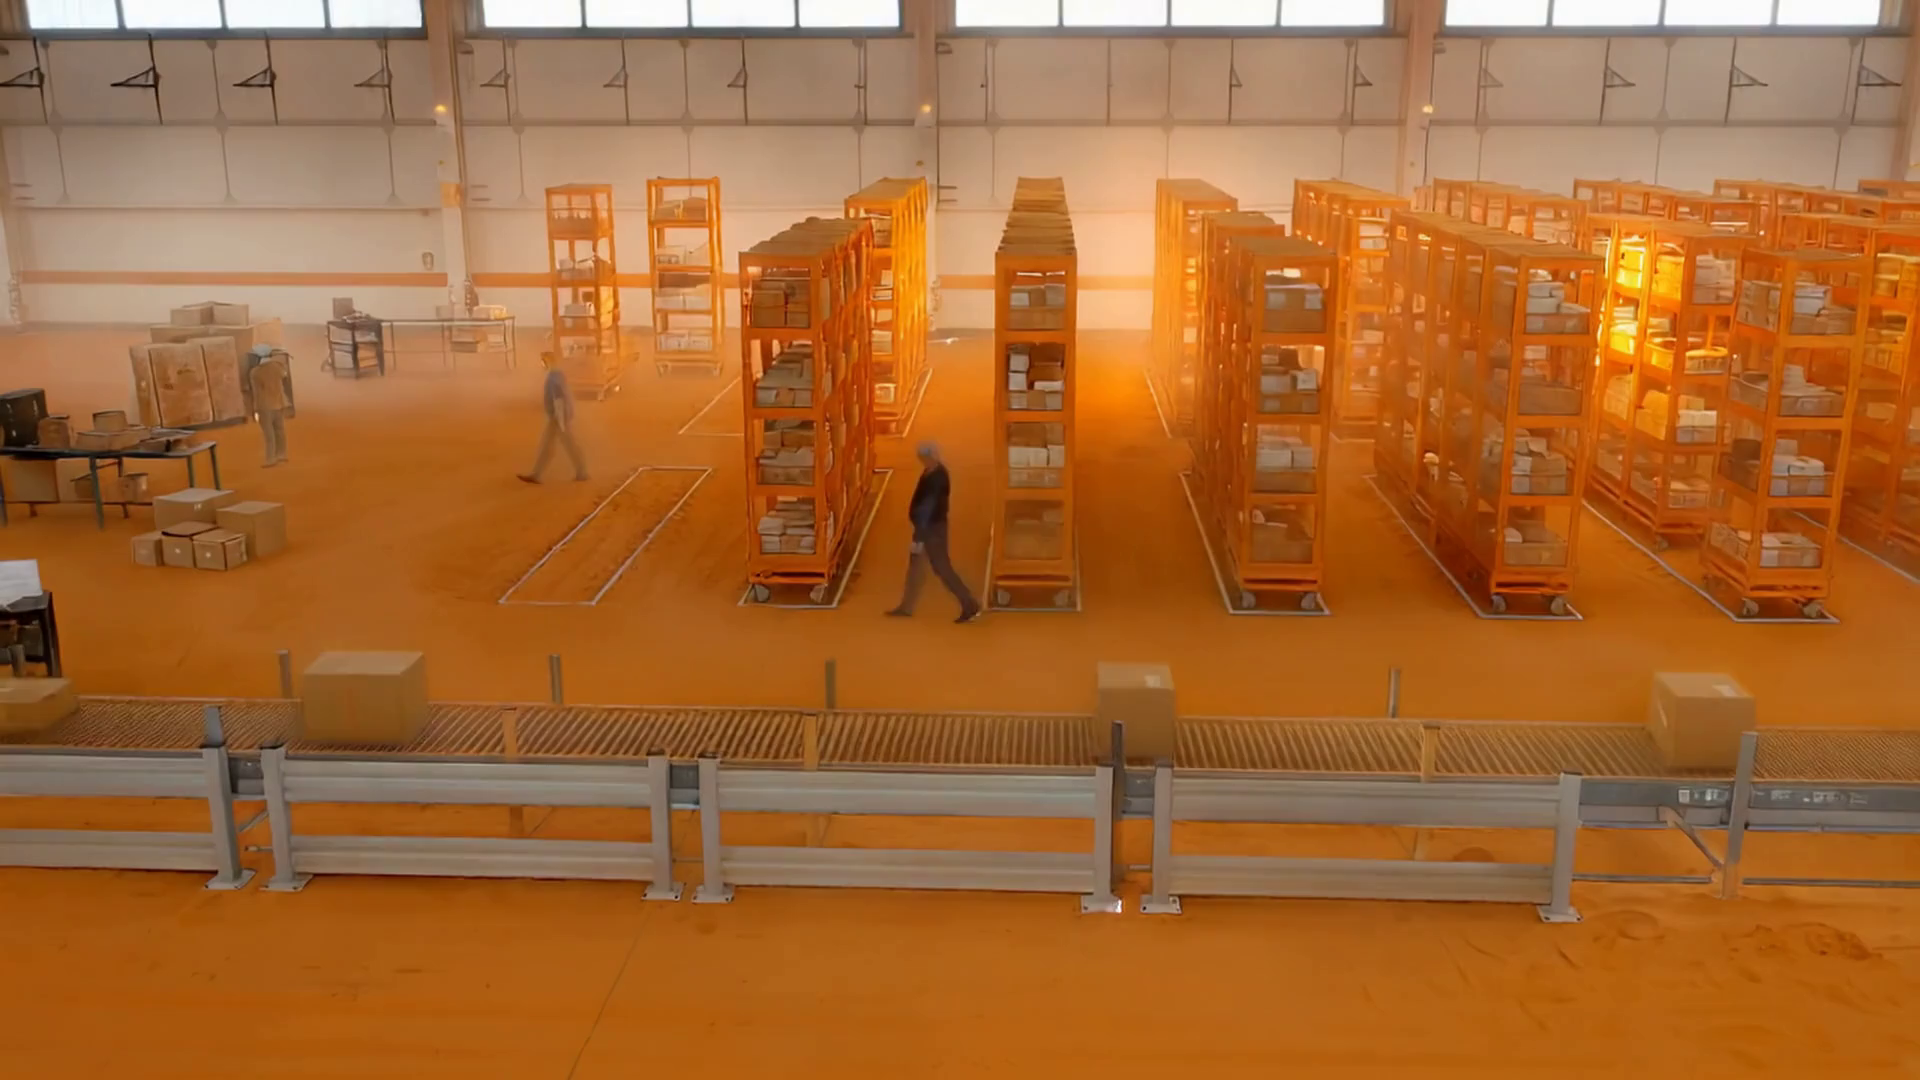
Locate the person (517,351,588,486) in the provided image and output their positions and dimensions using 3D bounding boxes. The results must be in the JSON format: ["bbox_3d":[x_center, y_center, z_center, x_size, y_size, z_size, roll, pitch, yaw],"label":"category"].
[{"bbox_3d":[-5.451,-1.618,22.129,0.964,1.795,0.567,-4,16,-13],"label":"person"}]

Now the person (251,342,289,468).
[{"bbox_3d":[-9.655,-1.886,23.214,0.329,1.751,0.571,5,16,19],"label":"person"}]

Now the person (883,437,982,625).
[{"bbox_3d":[-0.252,-0.087,16.320,0.960,1.870,0.635,0,15,-1],"label":"person"}]
